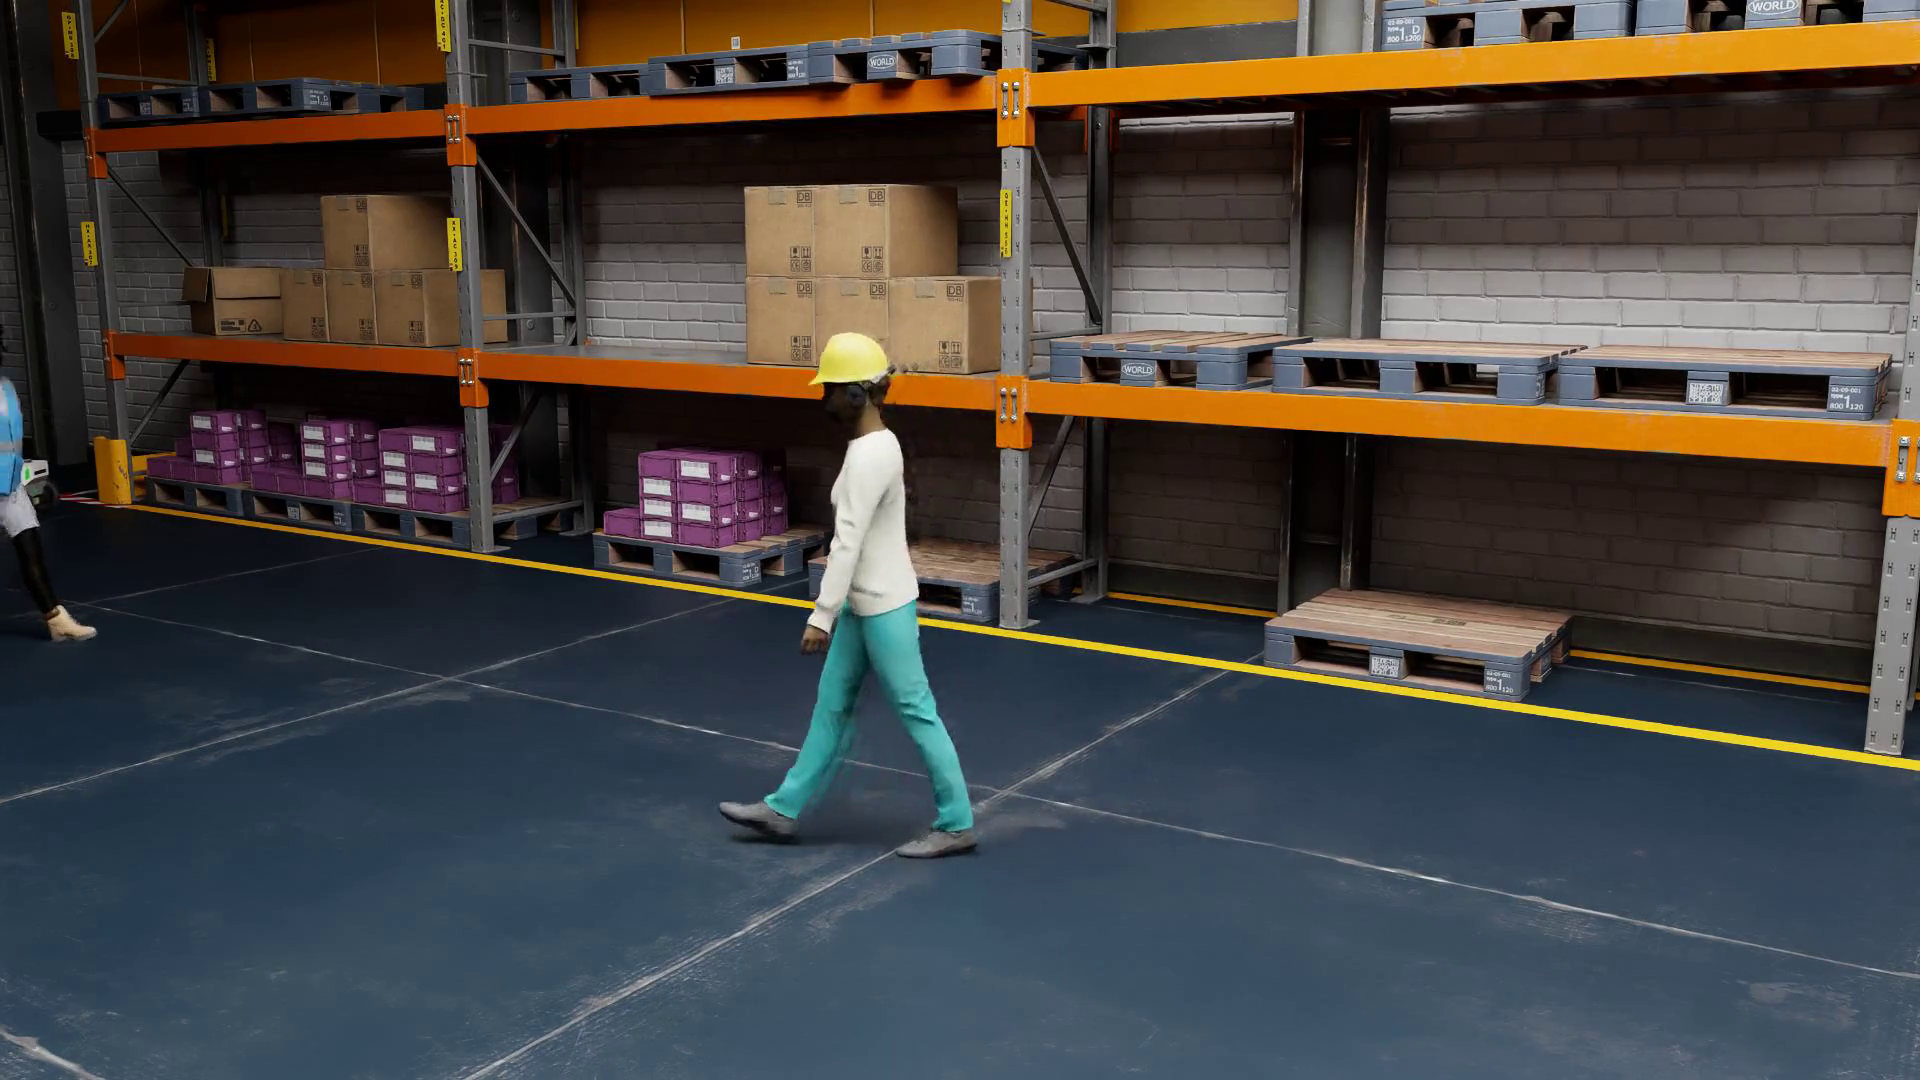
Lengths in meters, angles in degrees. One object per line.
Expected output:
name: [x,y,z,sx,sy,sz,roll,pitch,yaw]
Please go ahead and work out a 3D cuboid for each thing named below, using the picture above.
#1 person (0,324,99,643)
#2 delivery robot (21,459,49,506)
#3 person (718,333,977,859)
person: [-4.838,-0.279,8.249,0.869,1.651,0.541,1,10,5]
delivery robot: [-7.022,-0.464,12.048,0.707,0.478,0.477,0,10,-3]
person: [-0.358,0.201,5.385,0.898,1.717,0.541,0,10,-2]
